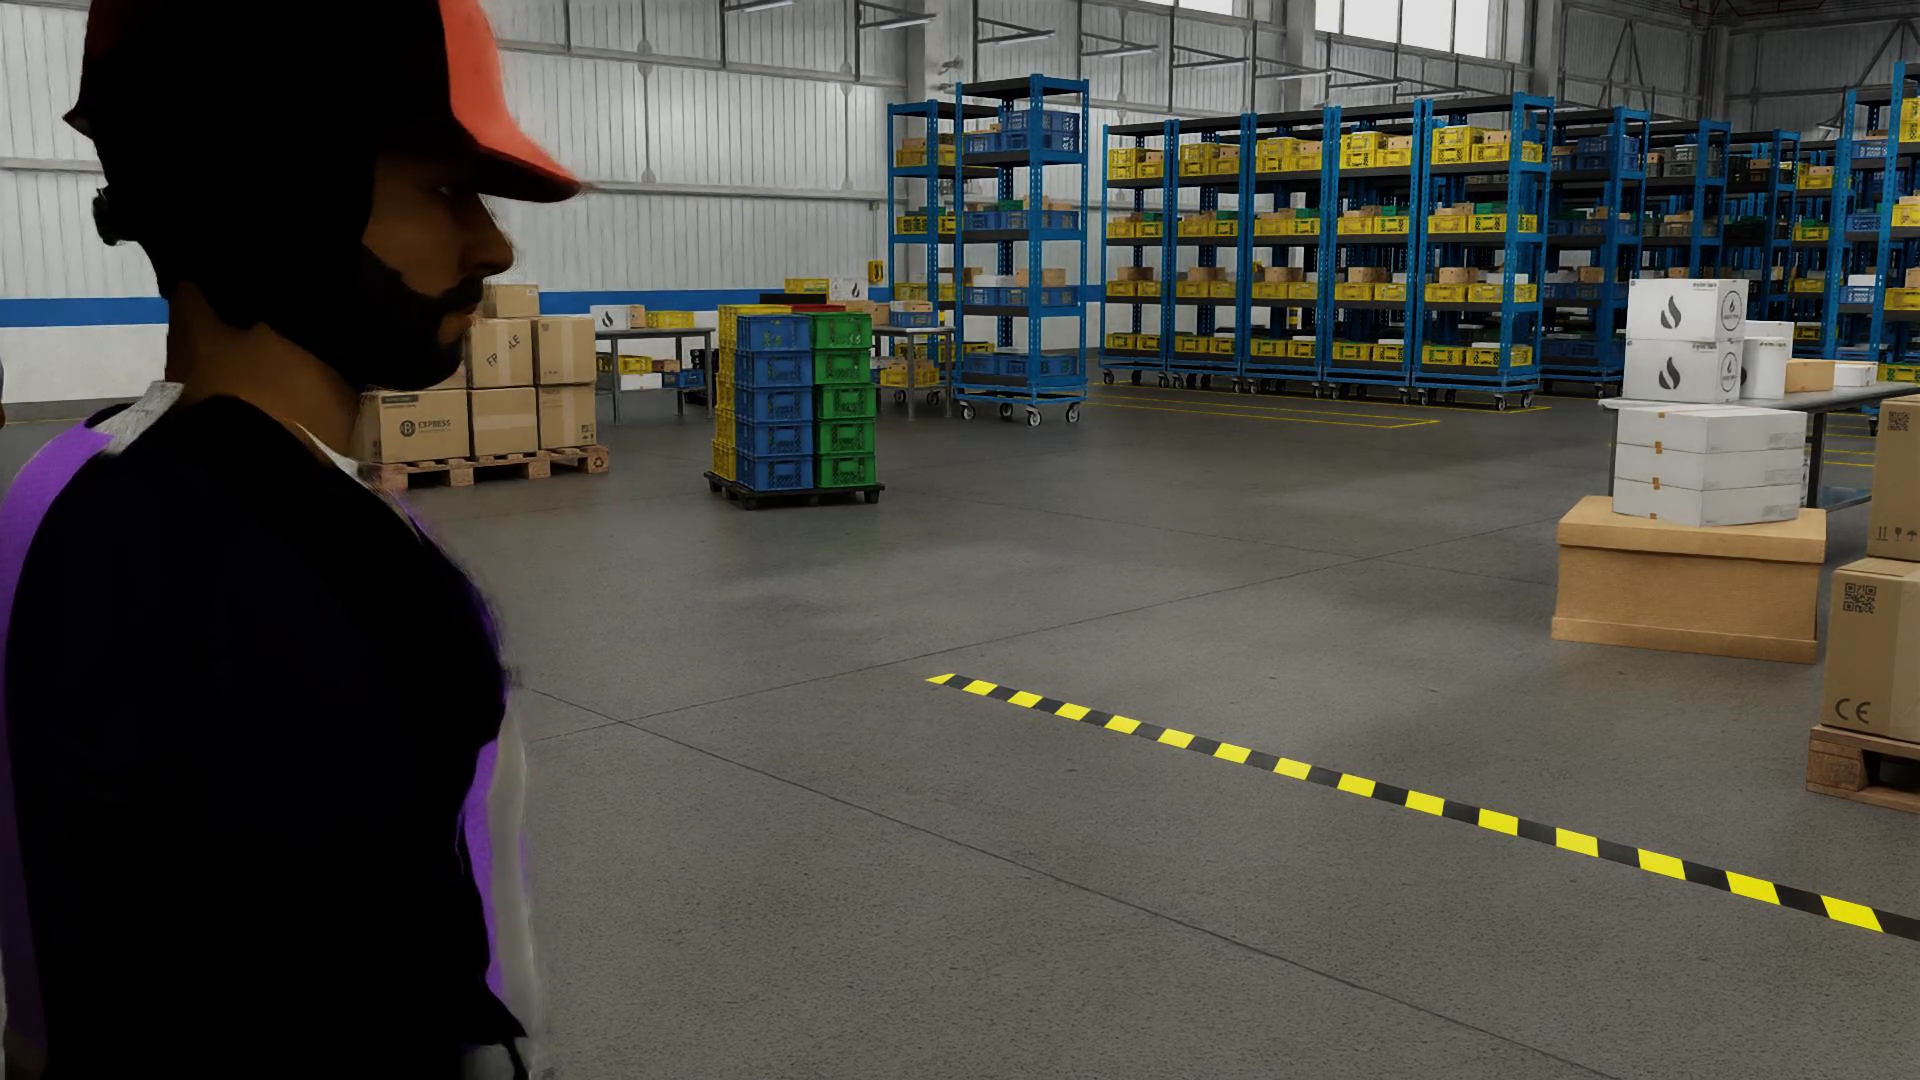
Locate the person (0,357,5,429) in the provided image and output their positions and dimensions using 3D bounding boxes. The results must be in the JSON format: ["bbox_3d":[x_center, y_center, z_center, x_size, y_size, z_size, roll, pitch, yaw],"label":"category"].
[{"bbox_3d":[-5.564,-0.772,9.109,0.623,1.942,0.411,-3,10,-15],"label":"person"}]
